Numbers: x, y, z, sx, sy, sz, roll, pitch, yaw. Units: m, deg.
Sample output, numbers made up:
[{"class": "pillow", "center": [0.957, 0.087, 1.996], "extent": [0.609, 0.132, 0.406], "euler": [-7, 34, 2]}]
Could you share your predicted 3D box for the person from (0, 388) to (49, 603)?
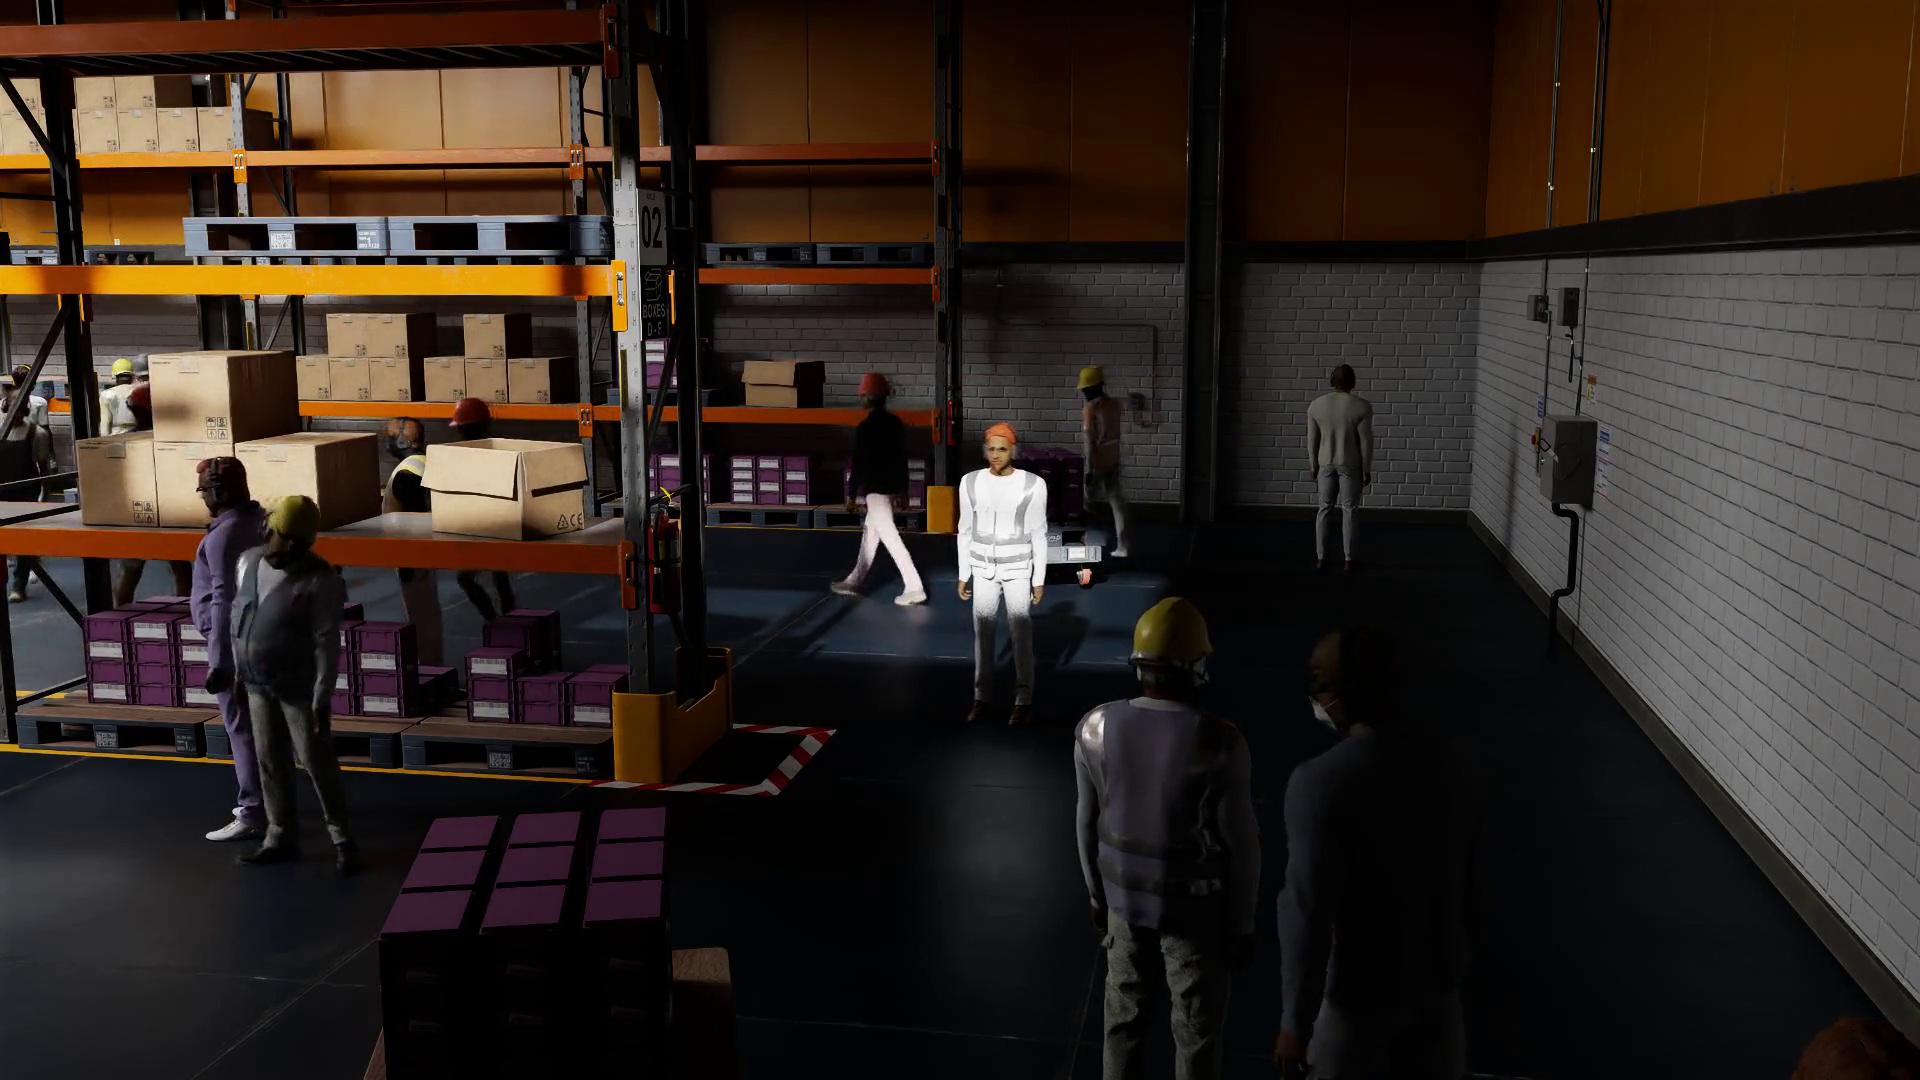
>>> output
[{"class": "person", "center": [-8.055, -0.397, 14.233], "extent": [0.554, 1.822, 0.656], "euler": [-2, 9, -15]}]

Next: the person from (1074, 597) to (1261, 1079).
[{"class": "person", "center": [0.639, 1.078, 5.032], "extent": [0.586, 1.836, 0.404], "euler": [6, 11, 33]}]

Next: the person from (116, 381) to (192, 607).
[{"class": "person", "center": [-5.786, -0.134, 12.042], "extent": [0.937, 2.005, 0.636], "euler": [2, 9, 15]}]

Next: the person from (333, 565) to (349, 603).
[{"class": "person", "center": [-4.383, 0.137, 11.353], "extent": [0.902, 1.678, 0.525], "euler": [-3, 10, -20]}]

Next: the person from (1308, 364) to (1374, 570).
[{"class": "person", "center": [3.574, -0.683, 15.639], "extent": [0.631, 1.940, 0.372], "euler": [5, 10, 28]}]

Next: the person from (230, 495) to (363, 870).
[{"class": "person", "center": [-3.120, 0.673, 7.726], "extent": [0.672, 1.785, 0.409], "euler": [4, 10, 25]}]

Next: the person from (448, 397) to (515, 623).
[{"class": "person", "center": [-3.410, -0.082, 12.002], "extent": [0.411, 1.913, 0.605], "euler": [4, 10, 25]}]

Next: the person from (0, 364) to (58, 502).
[{"class": "person", "center": [-9.357, -0.830, 16.763], "extent": [0.511, 1.872, 0.329], "euler": [0, 9, -1]}]

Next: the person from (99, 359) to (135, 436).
[{"class": "person", "center": [-9.309, -1.110, 18.613], "extent": [0.404, 1.832, 0.600], "euler": [8, 12, 40]}]

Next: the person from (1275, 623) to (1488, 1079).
[{"class": "person", "center": [1.074, 1.160, 4.324], "extent": [0.661, 1.900, 0.677], "euler": [-4, 10, -25]}]

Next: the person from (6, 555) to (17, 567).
[{"class": "person", "center": [-9.326, -0.602, 15.800], "extent": [0.933, 1.709, 0.546], "euler": [3, 10, 15]}]

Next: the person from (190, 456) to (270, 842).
[{"class": "person", "center": [-3.572, 0.531, 8.229], "extent": [0.408, 1.903, 0.638], "euler": [0, 9, -3]}]

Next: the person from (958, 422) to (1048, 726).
[{"class": "person", "center": [0.263, 0.209, 10.296], "extent": [0.579, 1.879, 0.348], "euler": [3, 10, 19]}]

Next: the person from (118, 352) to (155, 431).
[{"class": "person", "center": [-7.899, -0.870, 16.483], "extent": [0.542, 2.000, 0.708], "euler": [8, 12, 41]}]

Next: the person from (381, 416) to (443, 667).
[{"class": "person", "center": [-3.670, 0.088, 11.158], "extent": [0.429, 1.841, 0.634], "euler": [-1, 9, -8]}]

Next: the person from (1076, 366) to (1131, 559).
[{"class": "person", "center": [1.302, -0.757, 16.281], "extent": [0.923, 1.870, 0.640], "euler": [8, 12, 41]}]

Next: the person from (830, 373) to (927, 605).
[{"class": "person", "center": [-0.671, -0.430, 14.064], "extent": [1.031, 1.951, 0.631], "euler": [5, 10, 28]}]

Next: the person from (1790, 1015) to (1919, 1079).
[{"class": "person", "center": [1.422, 1.552, 2.737], "extent": [0.497, 1.628, 0.270], "euler": [1, 9, 5]}]
